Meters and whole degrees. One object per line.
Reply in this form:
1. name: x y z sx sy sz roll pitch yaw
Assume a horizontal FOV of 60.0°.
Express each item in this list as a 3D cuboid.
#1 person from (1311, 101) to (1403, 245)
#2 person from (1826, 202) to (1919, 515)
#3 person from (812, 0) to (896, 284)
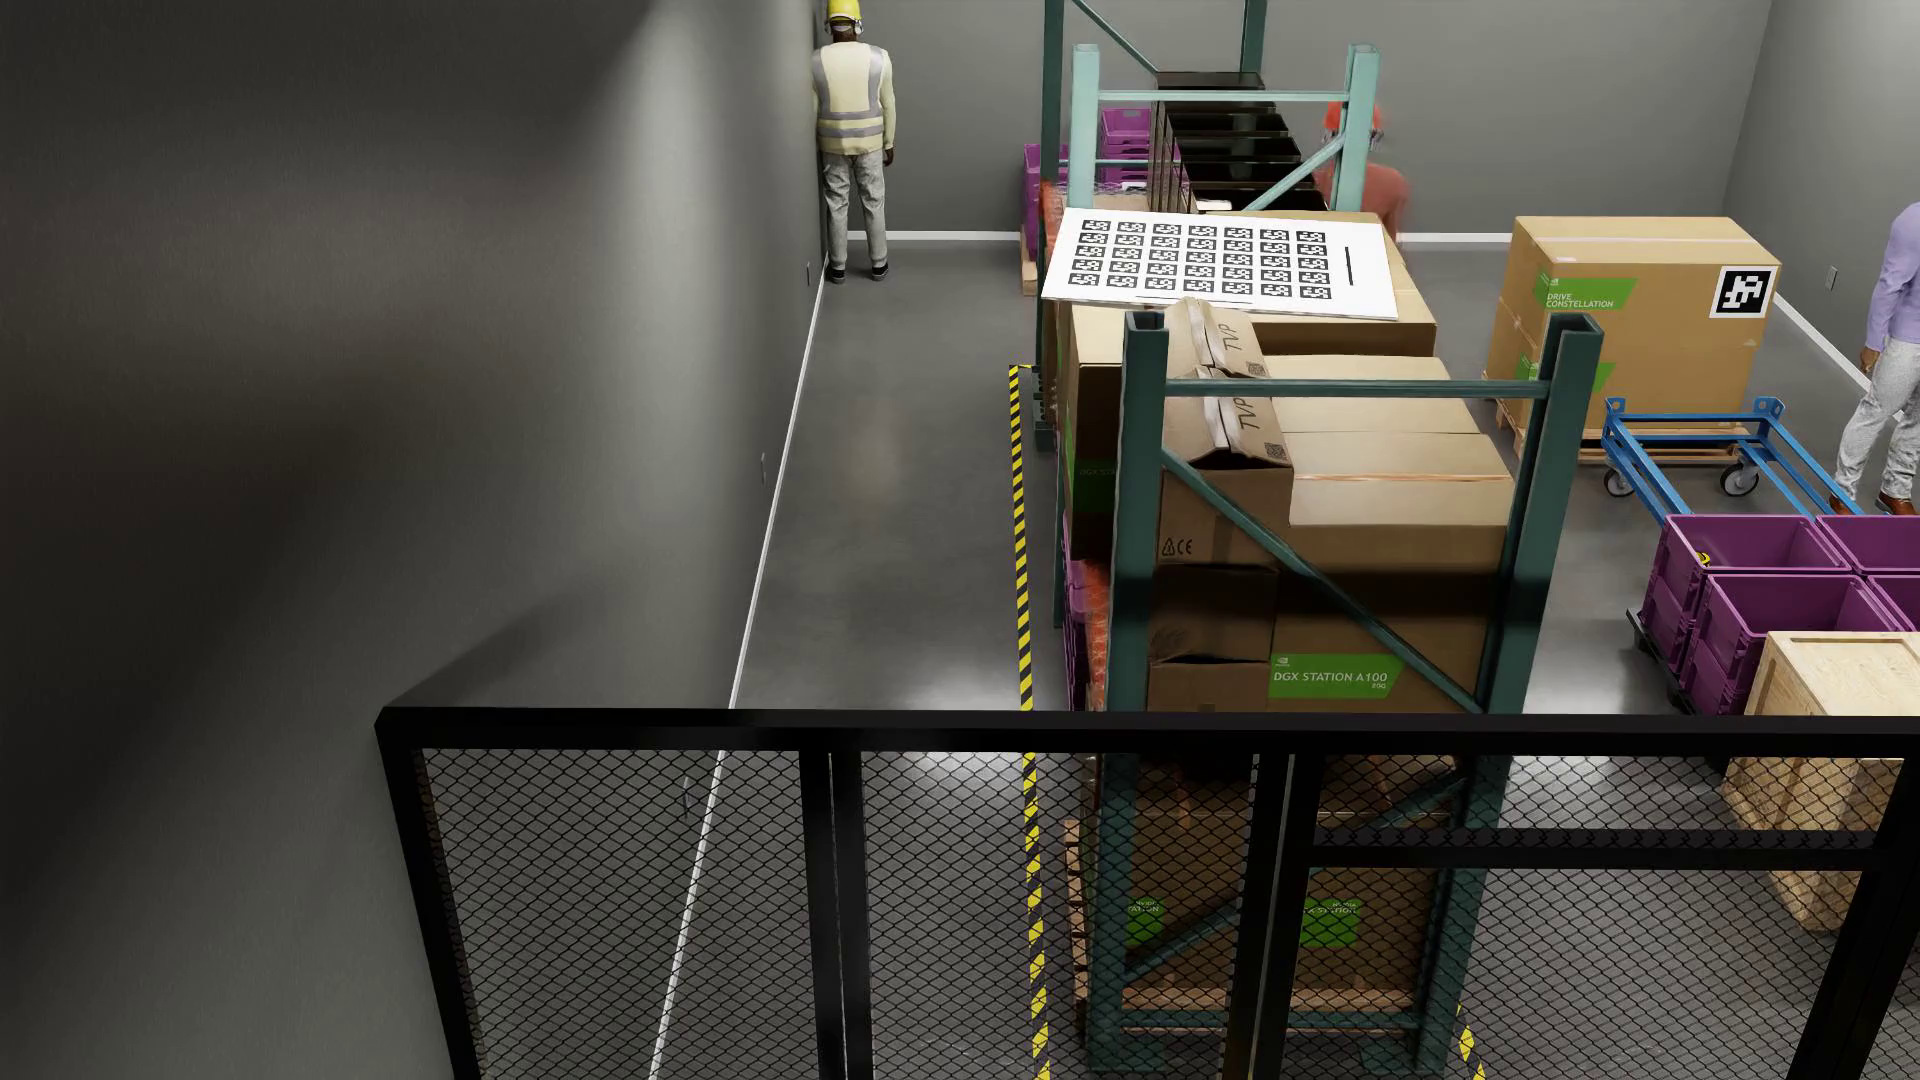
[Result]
1. person: 1.886 -1.279 8.345 0.639 1.941 1.047 -6 32 -10
2. person: 4.532 -0.939 7.774 0.635 1.937 0.353 -1 31 -2
3. person: -0.696 -2.518 10.510 0.587 1.822 0.404 -3 31 -6
